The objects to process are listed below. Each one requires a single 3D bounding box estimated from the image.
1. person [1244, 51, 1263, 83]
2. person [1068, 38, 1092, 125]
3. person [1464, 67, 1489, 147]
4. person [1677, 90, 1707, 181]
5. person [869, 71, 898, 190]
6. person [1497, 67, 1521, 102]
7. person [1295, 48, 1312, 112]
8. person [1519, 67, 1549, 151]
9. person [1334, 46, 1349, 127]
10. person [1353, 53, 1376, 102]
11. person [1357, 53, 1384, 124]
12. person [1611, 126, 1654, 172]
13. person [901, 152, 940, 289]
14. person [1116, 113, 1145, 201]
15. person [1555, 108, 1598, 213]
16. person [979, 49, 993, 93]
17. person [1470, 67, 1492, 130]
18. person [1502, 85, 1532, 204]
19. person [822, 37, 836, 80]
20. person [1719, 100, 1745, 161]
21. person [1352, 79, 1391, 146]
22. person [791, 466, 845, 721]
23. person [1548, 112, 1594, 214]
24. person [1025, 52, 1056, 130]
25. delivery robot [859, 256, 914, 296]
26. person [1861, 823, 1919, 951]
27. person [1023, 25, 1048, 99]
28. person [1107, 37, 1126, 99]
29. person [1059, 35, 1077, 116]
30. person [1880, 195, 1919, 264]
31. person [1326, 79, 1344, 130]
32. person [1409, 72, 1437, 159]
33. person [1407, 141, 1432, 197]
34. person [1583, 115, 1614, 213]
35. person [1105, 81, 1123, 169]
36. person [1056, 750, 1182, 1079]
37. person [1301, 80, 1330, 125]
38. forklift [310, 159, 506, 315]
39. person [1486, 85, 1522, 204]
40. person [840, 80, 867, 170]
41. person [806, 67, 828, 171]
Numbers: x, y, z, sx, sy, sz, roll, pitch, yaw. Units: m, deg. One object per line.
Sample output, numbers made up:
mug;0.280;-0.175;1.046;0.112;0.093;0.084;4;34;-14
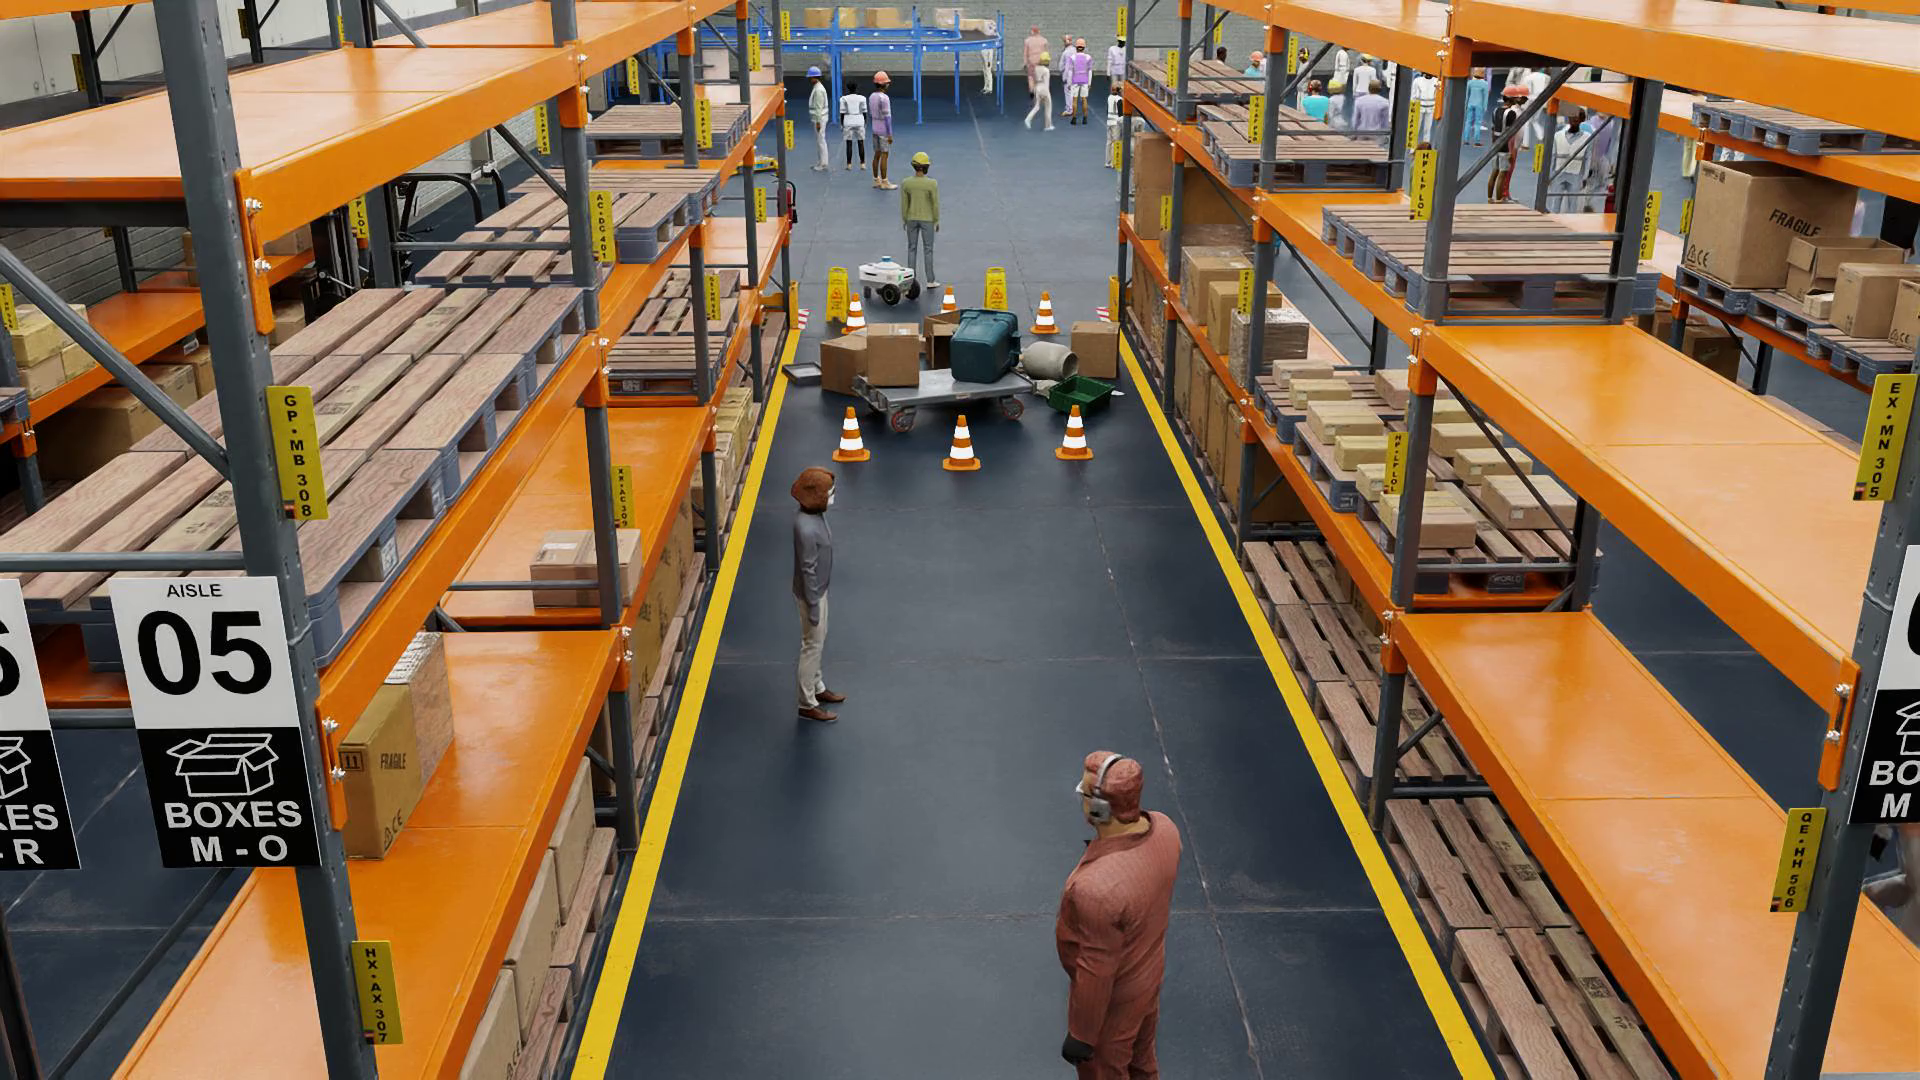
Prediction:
person;6.064;-9.113;34.517;0.391;1.986;0.608;11;23;26
person;2.772;-10.629;38.590;0.552;1.935;0.360;-3;21;-7
person;10.878;-9.134;35.063;0.507;1.632;0.272;17;27;38
person;13.476;-7.497;30.495;0.581;1.819;0.536;11;23;27
person;-1.375;-7.265;29.548;0.366;2.048;0.607;-13;24;-30
person;14.418;-12.130;43.020;0.779;1.608;0.524;10;23;25
person;7.567;-9.917;36.802;0.328;1.873;0.518;-6;21;-15
person;11.844;-8.954;34.264;0.619;1.866;0.503;-7;22;-17
person;8.814;-10.586;38.337;0.395;2.039;0.608;2;21;5
person;9.004;-9.958;37.065;0.523;1.763;0.329;15;25;34
person;9.496;-10.659;38.717;0.732;1.914;0.433;14;25;33
person;10.792;-6.048;26.670;0.635;1.800;0.543;5;21;13
person;-0.512;-4.181;21.793;0.524;1.764;0.329;7;22;18
person;2.896;-6.665;28.405;0.489;1.731;0.320;2;21;4
person;9.688;-5.892;26.255;0.651;1.815;0.533;-3;21;-8
person;0.710;-13.098;45.373;0.337;1.749;0.574;-6;22;-16
person;11.812;-10.256;37.664;0.394;1.911;0.600;-6;22;-15
person;9.329;-6.656;28.032;0.413;1.984;0.623;9;23;23
person;-3.791;-14.518;48.813;0.496;1.978;0.620;13;24;30
person;13.611;-7.035;29.182;0.580;1.878;0.352;18;27;39
person;7.314;-7.212;29.581;0.632;1.918;0.446;14;25;33
person;-0.876;0.322;10.086;0.285;1.623;0.510;0;21;1
person;9.171;-5.504;25.074;0.596;1.917;0.381;13;24;30
person;1.831;-10.146;37.614;0.691;1.717;0.485;-14;25;-33
delivery robot;-0.941;-3.370;21.198;0.707;0.478;0.477;14;25;33
person;4.315;1.191;7.407;0.593;1.902;0.819;-4;21;-10
person;1.983;-12.551;43.742;0.659;1.888;0.411;-1;21;-3
person;3.920;-11.487;40.891;0.613;1.918;0.404;-6;21;-14
person;2.594;-11.226;40.219;0.410;1.905;0.641;4;21;11
person;11.126;-3.513;19.703;0.621;1.992;0.397;-11;23;-27
person;7.071;-7.847;31.539;0.500;1.724;0.504;-18;27;-39
person;9.285;-8.566;33.229;0.573;1.874;0.355;1;21;3
person;6.551;-4.875;23.805;0.285;1.634;0.499;15;26;35
person;10.209;-6.123;26.721;0.693;1.913;0.477;-14;25;-32
person;2.988;-7.980;32.005;0.309;1.639;0.522;-9;22;-22
person;0.549;1.653;6.175;0.402;1.904;0.652;12;24;28
person;6.407;-7.395;30.170;0.570;1.845;0.381;-6;21;-15
forklift;-5.622;-2.910;17.832;2.313;2.155;1.214;-1;21;-1
person;8.962;-6.444;27.382;0.378;2.045;0.605;-4;21;-12
person;-2.030;-7.927;31.791;0.529;1.692;0.321;-3;21;-8
person;-2.712;-8.019;31.699;0.412;1.939;0.600;-3;21;-8
